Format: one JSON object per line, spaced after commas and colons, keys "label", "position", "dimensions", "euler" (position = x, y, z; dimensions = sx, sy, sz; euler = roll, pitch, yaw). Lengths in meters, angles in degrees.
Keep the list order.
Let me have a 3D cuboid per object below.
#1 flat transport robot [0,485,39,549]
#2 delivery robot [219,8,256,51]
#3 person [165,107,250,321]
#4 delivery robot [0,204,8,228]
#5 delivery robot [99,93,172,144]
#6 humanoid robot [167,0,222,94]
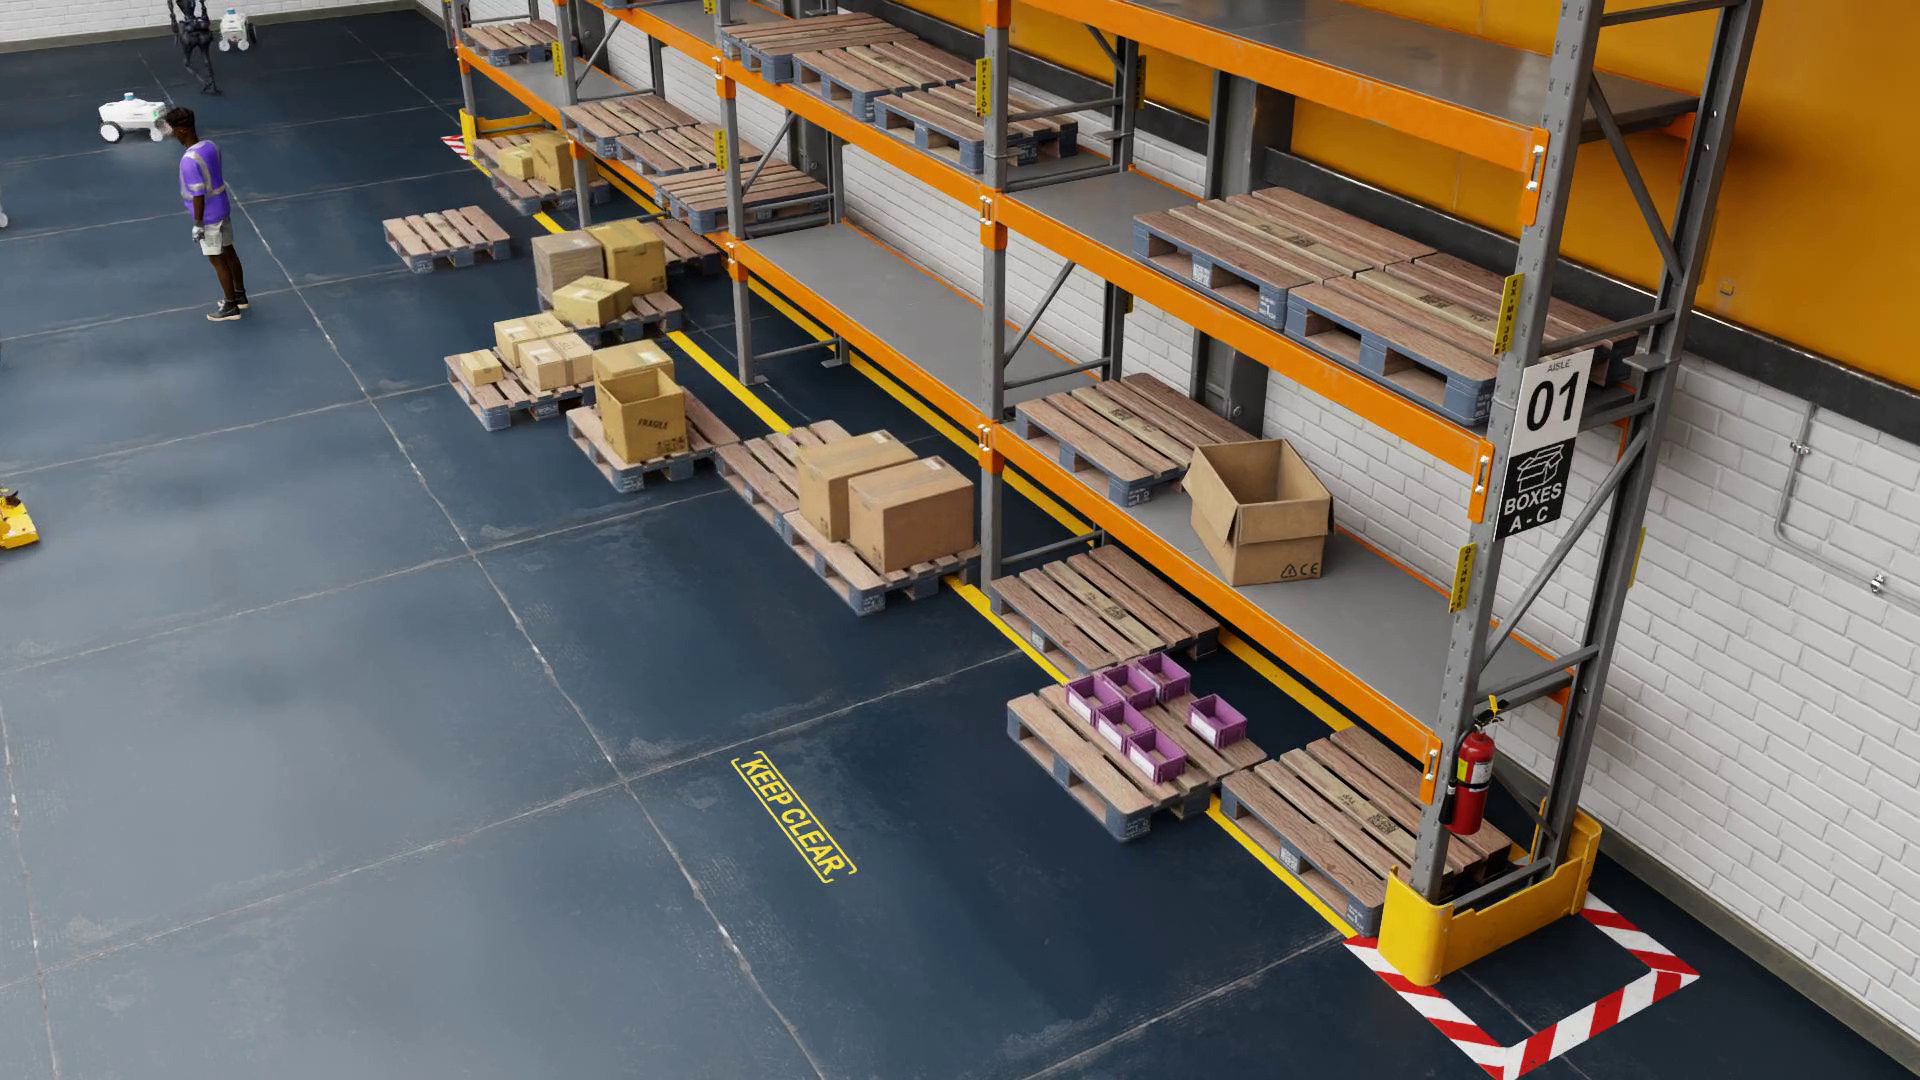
{"label": "flat transport robot", "position": [-7.298, 0.008, 11.616], "dimensions": [1.431, 0.231, 0.659], "euler": [-20, 35, -31]}
{"label": "delivery robot", "position": [-10.825, -7.627, 24.824], "dimensions": [0.511, 0.611, 0.782], "euler": [-9, 31, -15]}
{"label": "person", "position": [-6.858, -2.971, 15.165], "dimensions": [0.377, 1.958, 0.602], "euler": [-1, 30, -1]}
{"label": "delivery robot", "position": [-10.422, -3.425, 17.402], "dimensions": [0.499, 0.608, 0.786], "euler": [7, 30, 12]}
{"label": "delivery robot", "position": [-10.203, -5.221, 20.545], "dimensions": [0.774, 0.581, 0.499], "euler": [-1, 30, -1]}
{"label": "humanoid robot", "position": [-10.207, -6.770, 22.147], "dimensions": [0.363, 1.647, 0.588], "euler": [17, 34, 27]}
